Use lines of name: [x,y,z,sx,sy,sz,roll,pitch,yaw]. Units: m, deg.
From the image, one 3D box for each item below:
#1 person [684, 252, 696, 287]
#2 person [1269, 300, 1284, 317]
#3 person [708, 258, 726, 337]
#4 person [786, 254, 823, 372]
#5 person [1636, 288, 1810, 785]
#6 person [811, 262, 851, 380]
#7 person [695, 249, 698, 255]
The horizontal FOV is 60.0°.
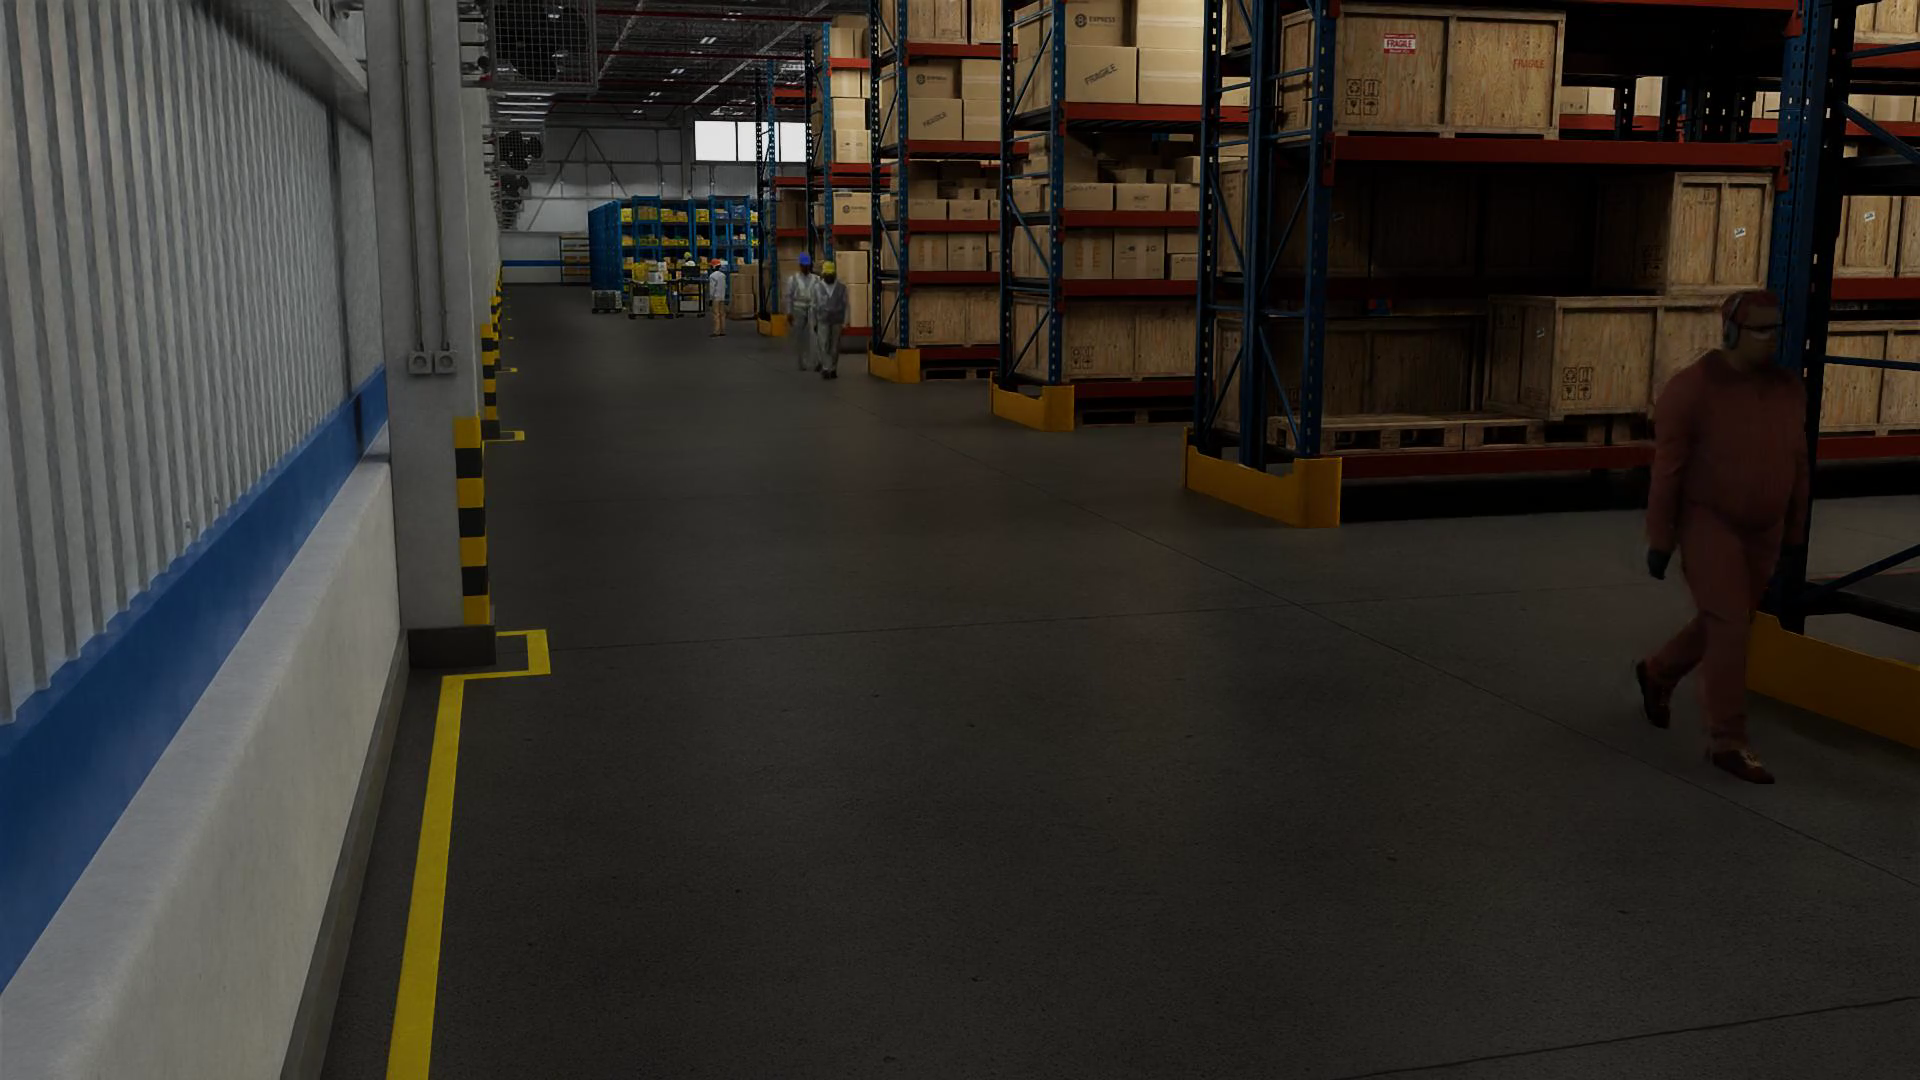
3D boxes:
person: [-9.066,-8.706,55.665,0.403,1.823,0.588,3,10,17]
person: [3.109,-1.704,16.541,0.310,1.636,0.523,7,12,34]
person: [-5.447,-5.419,37.231,0.319,1.755,0.573,4,11,24]
person: [-2.497,-3.656,26.862,0.634,1.887,1.018,-4,11,-20]
person: [2.997,-0.059,6.583,0.644,1.876,0.879,-3,11,-17]
person: [-1.970,-3.342,25.406,0.600,1.784,0.926,-2,10,-9]
person: [-10.779,-10.979,68.178,0.710,1.943,0.572,3,10,14]
